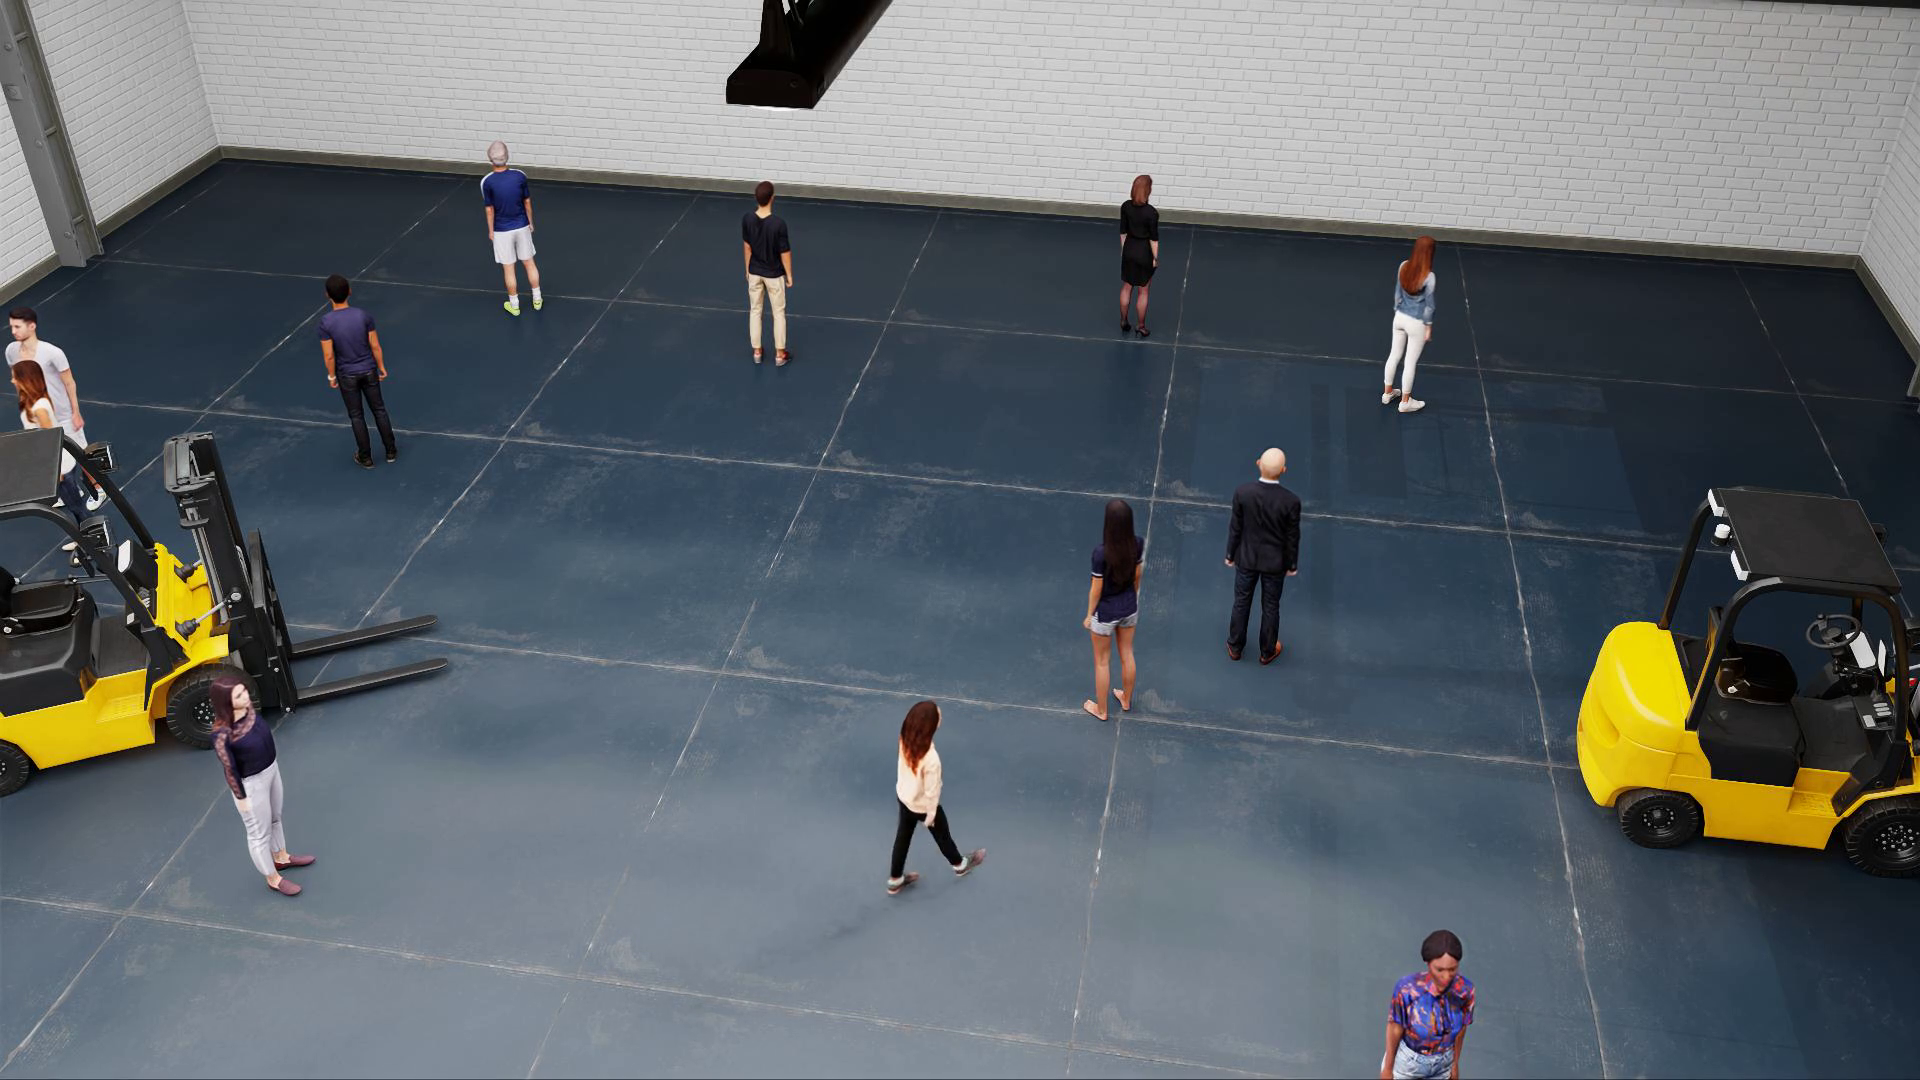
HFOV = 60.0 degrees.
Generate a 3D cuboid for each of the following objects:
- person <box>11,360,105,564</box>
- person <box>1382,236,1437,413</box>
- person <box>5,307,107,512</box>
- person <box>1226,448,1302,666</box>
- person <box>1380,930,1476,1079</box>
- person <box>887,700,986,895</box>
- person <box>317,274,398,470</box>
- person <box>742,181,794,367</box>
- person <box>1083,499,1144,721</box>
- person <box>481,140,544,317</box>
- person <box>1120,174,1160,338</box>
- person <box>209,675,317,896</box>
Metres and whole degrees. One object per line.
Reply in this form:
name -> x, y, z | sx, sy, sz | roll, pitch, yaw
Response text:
person -> -7.208, -0.636, 13.294 | 0.727, 1.784, 0.667 | -21, 39, -28
person -> 4.176, -2.012, 15.438 | 0.742, 1.702, 0.670 | -19, 38, -26
person -> -7.594, -1.103, 13.935 | 0.674, 1.854, 0.529 | 6, 34, 9
person -> 2.200, 0.125, 12.135 | 0.701, 1.800, 0.622 | 10, 35, 15
person -> 2.321, 2.632, 8.415 | 0.645, 1.743, 0.611 | -4, 34, -6
person -> -0.307, 1.612, 10.213 | 0.968, 1.451, 0.910 | -22, 39, -29
person -> -5.279, -1.469, 14.542 | 0.711, 1.790, 0.755 | -19, 38, -26
person -> -1.884, -2.579, 16.157 | 0.640, 1.851, 0.541 | 7, 34, 11
person -> 1.071, 0.495, 11.611 | 0.668, 1.764, 0.705 | -16, 37, -23
person -> -4.623, -3.219, 17.132 | 0.718, 1.838, 0.766 | -19, 38, -26
person -> 1.789, -2.850, 16.696 | 0.656, 1.706, 0.647 | 24, 40, 31
person -> -4.325, 1.491, 10.254 | 0.693, 1.607, 0.523 | 0, 34, 1
